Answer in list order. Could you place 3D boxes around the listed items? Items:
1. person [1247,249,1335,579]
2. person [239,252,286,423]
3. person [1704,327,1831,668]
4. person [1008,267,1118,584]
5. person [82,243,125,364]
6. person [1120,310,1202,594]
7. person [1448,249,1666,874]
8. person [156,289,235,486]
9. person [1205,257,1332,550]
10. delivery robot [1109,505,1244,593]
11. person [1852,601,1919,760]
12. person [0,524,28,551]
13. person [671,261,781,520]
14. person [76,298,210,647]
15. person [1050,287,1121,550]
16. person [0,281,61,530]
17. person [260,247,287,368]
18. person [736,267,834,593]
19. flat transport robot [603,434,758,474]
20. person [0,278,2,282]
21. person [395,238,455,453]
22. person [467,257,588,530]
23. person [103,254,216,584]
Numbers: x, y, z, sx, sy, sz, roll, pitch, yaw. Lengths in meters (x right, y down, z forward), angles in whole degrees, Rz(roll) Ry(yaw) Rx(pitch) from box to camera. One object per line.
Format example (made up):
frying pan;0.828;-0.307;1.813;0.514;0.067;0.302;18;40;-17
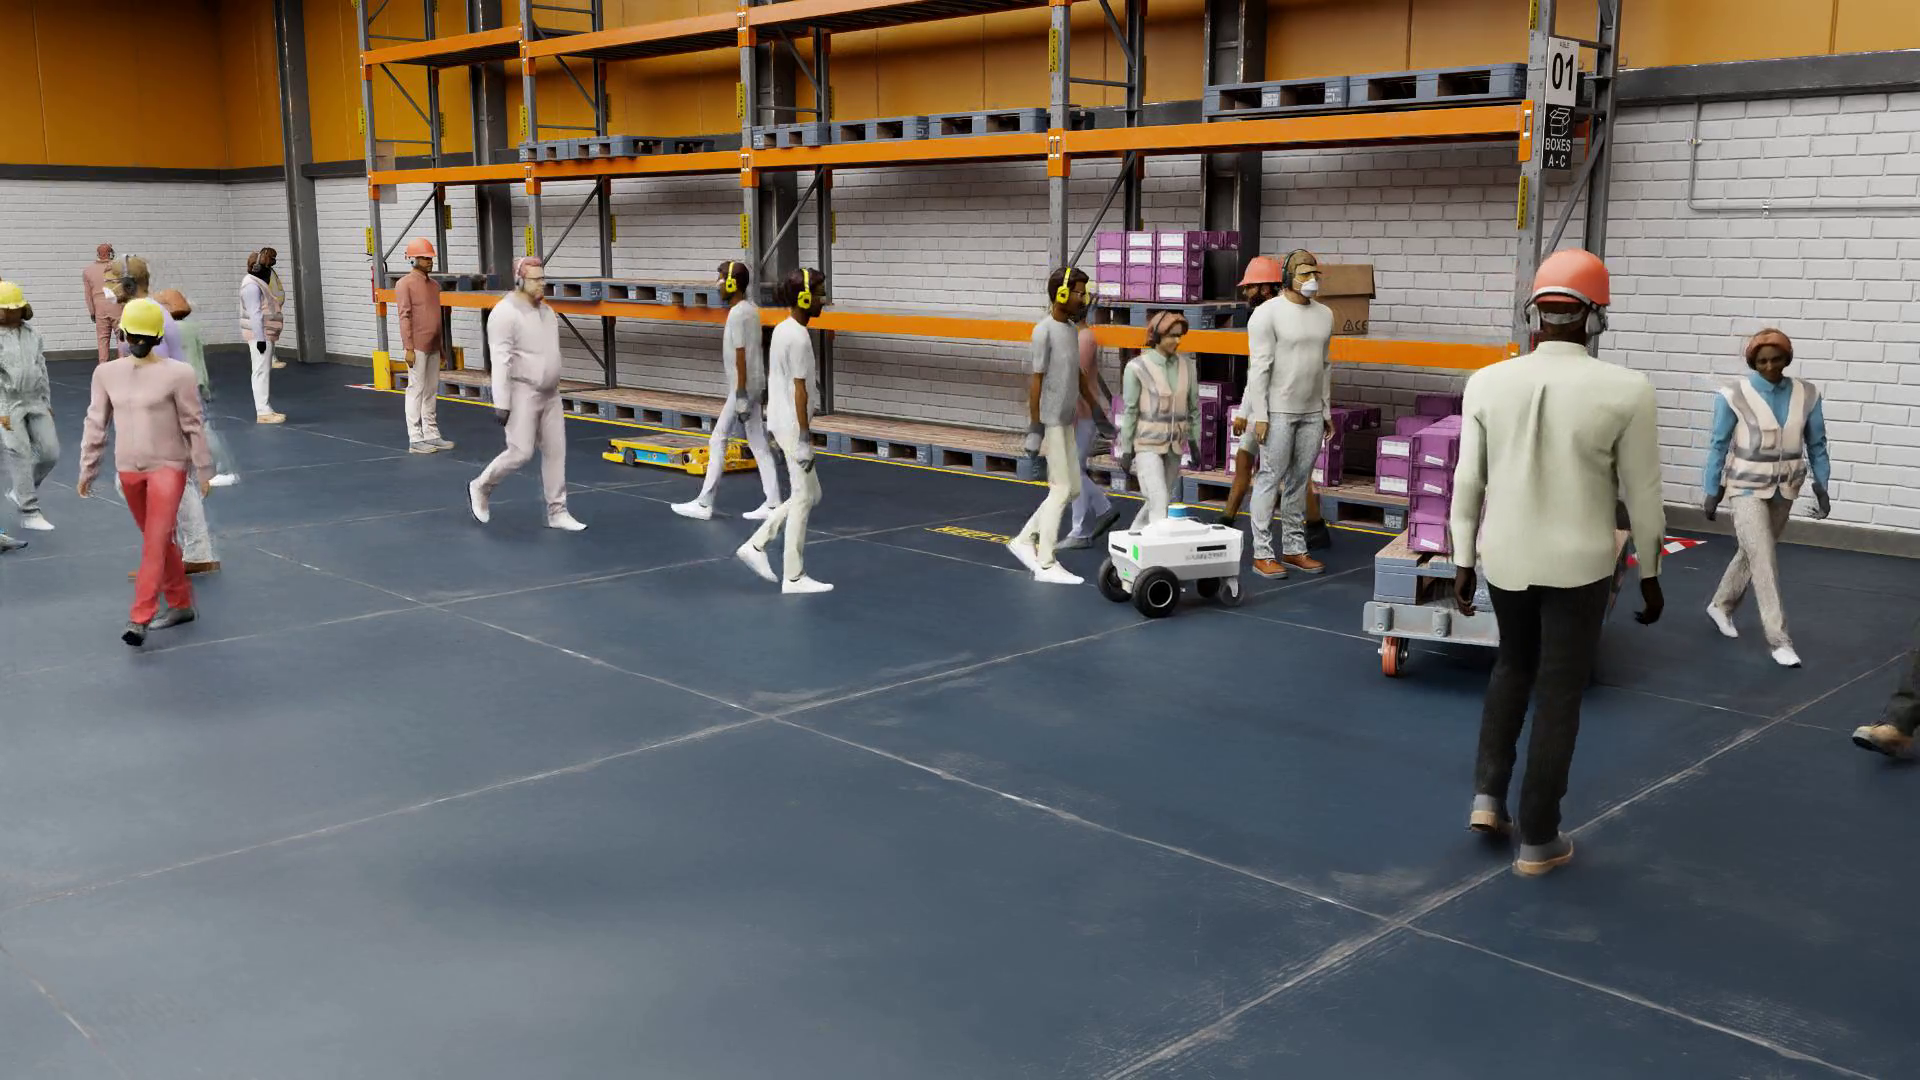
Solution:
person;1.980;-0.747;9.894;0.627;1.941;0.371;-7;12;-32
person;-7.555;-2.189;18.040;0.429;1.840;0.624;-3;11;-18
person;3.893;-0.242;8.089;0.539;1.588;0.873;-1;10;-6
person;0.564;-0.677;9.793;0.613;1.840;0.517;4;11;23
person;-12.159;-3.287;23.834;0.643;1.909;0.410;-1;10;-7
person;1.138;-0.543;9.707;0.523;1.603;0.818;-6;12;-31
person;1.902;0.078;5.306;0.638;1.978;0.480;10;14;43
person;-6.299;-1.219;13.428;0.849;1.583;0.508;-1;10;-6
person;1.995;-0.872;10.748;0.958;1.894;0.551;3;11;13
delivery robot;1.180;0.053;9.054;0.707;0.478;0.477;-4;11;-21
person;3.821;-0.021;6.285;0.906;1.806;0.543;-6;12;-28
person;-6.333;-0.779;10.429;0.859;1.803;0.596;1;10;7
person;-1.664;-1.039;11.787;0.881;1.829;0.550;2;11;10
person;-4.075;-0.332;8.261;0.582;1.707;0.870;1;10;6
person;0.768;-0.789;10.671;0.414;1.742;0.527;0;10;-1
person;-6.461;-0.911;11.402;0.442;1.720;0.495;4;11;21
person;-10.560;-3.552;25.475;0.429;1.838;0.621;-3;11;-15
person;-0.961;-0.600;9.363;0.457;1.849;0.520;-3;11;-13
flat transport robot;-2.444;-0.769;14.565;1.431;0.197;0.652;10;14;42
person;-11.617;-2.457;20.051;0.509;1.632;0.267;-5;12;-26
person;-5.021;-1.819;15.588;0.377;1.995;0.608;3;11;14
person;-2.995;-0.991;11.394;0.775;1.885;0.651;4;11;22
person;-4.683;-0.683;9.624;0.621;1.912;0.704;-4;11;-22
